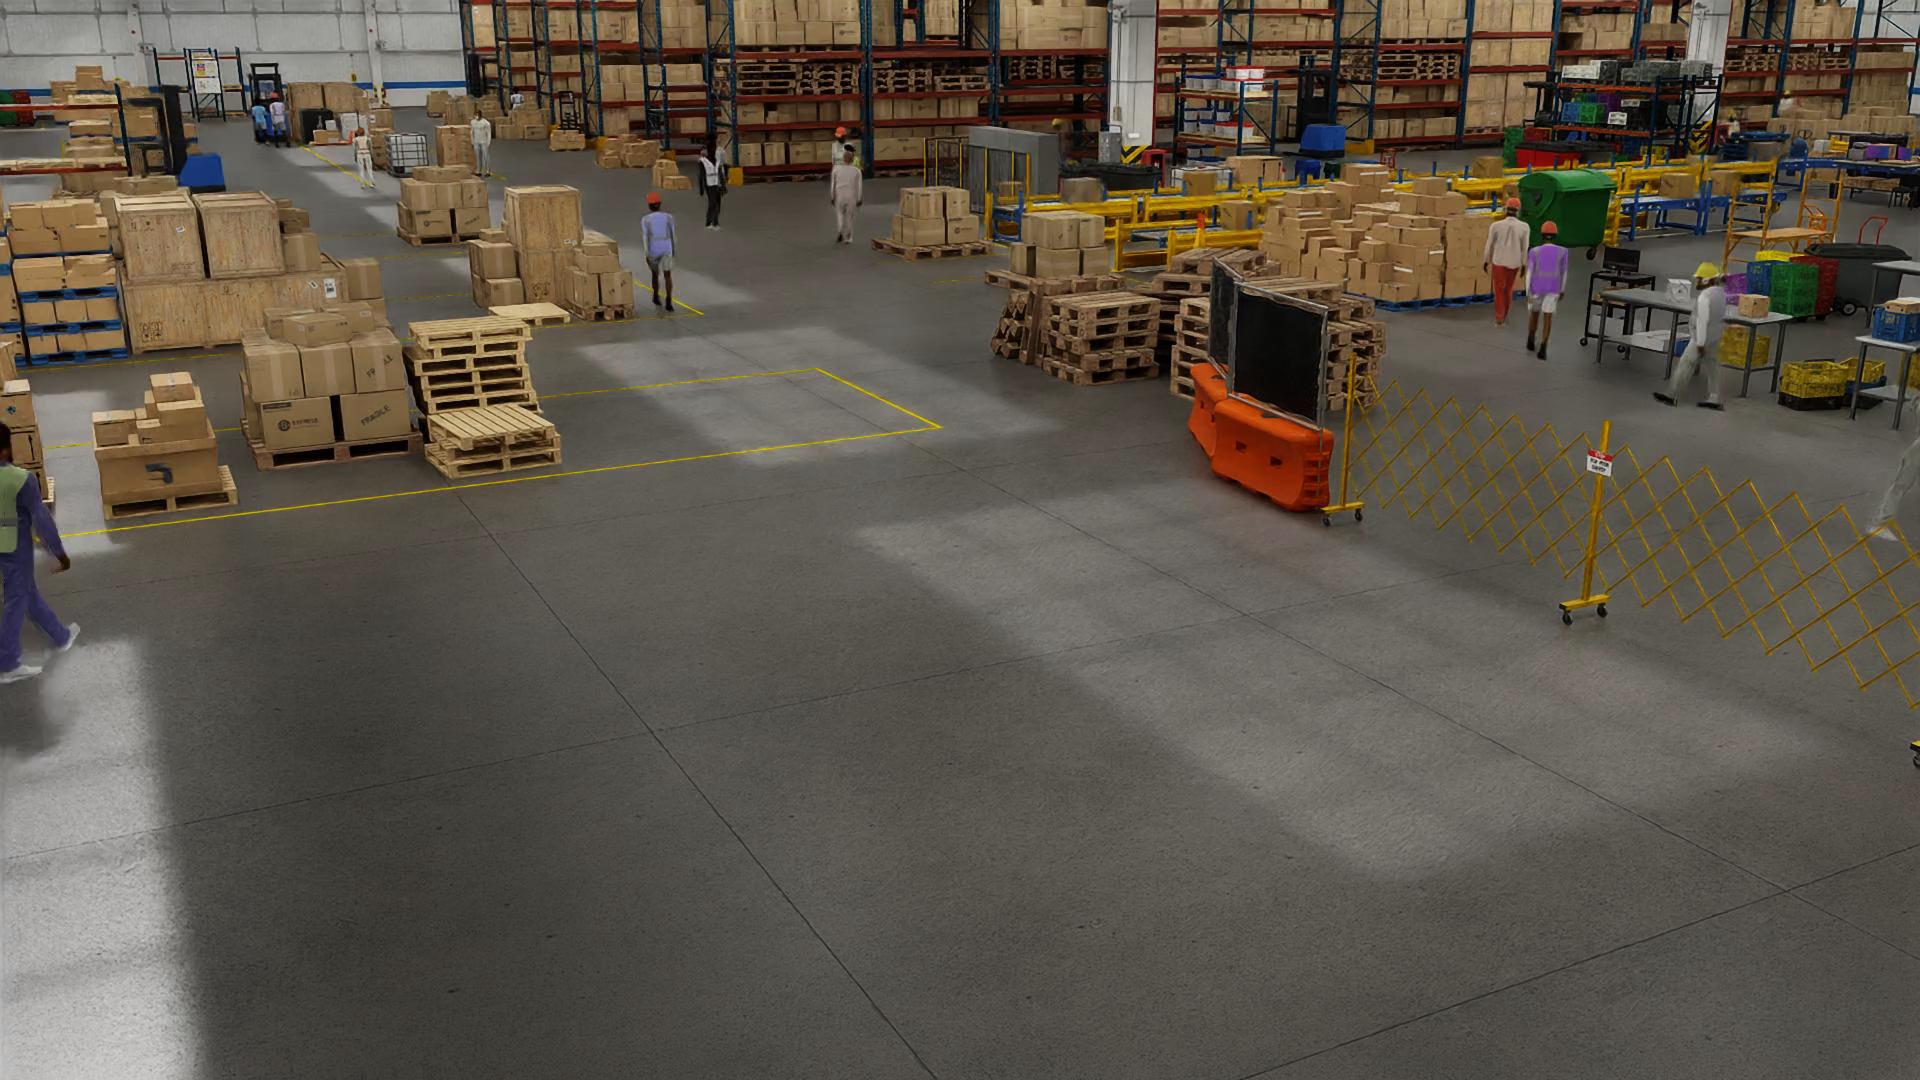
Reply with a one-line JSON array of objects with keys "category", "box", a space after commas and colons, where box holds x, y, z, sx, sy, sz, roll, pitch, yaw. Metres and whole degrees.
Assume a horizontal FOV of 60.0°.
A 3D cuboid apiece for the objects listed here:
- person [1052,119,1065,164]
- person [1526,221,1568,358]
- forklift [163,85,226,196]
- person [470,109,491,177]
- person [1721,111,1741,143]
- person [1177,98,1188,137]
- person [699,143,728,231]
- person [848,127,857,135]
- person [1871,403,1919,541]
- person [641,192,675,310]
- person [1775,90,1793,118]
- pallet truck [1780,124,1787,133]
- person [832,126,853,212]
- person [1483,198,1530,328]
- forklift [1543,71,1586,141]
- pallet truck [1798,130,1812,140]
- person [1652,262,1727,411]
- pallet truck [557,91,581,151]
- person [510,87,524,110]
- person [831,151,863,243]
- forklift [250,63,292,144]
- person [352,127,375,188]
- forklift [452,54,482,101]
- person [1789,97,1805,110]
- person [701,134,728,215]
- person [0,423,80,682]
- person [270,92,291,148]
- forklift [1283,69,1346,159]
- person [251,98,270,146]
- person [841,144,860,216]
[{"category": "person", "box": [2.708, -10.999, 46.963, 0.730, 1.737, 0.540, -3, 18, -9]}, {"category": "person", "box": [8.261, -3.539, 23.484, 0.551, 1.893, 0.983, 6, 19, 17]}, {"category": "forklift", "box": [-20.135, -10.273, 42.861, 1.873, 2.768, 1.129, -9, 20, -26]}, {"category": "person", "box": [-13.872, -11.484, 48.165, 0.627, 1.934, 0.371, 4, 18, 14]}, {"category": "person", "box": [23.051, -11.926, 49.762, 0.608, 1.781, 0.927, -3, 18, -8]}, {"category": "person", "box": [8.274, -15.765, 61.993, 0.499, 1.633, 0.279, -9, 20, -27]}, {"category": "person", "box": [-5.392, -7.784, 36.713, 0.825, 1.888, 0.597, 11, 21, 31]}, {"category": "person", "box": [-3.306, -12.792, 52.168, 0.467, 1.973, 0.637, -4, 18, -13]}, {"category": "person", "box": [8.811, -0.751, 15.080, 0.489, 1.693, 0.913, -9, 20, -27]}, {"category": "person", "box": [-4.905, -4.718, 27.164, 0.551, 1.891, 1.015, -6, 19, -17]}, {"category": "person", "box": [31.121, -16.093, 62.821, 0.418, 1.749, 0.536, -9, 20, -26]}, {"category": "pallet truck", "box": [25.206, -12.542, 52.601, 1.601, 1.201, 0.680, 0, 18, -2]}, {"category": "person", "box": [-2.804, -8.937, 40.070, 0.615, 2.026, 0.573, 12, 21, 33]}, {"category": "person", "box": [8.422, -4.302, 25.723, 0.619, 1.953, 0.880, 2, 18, 7]}, {"category": "forklift", "box": [18.685, -13.231, 52.085, 1.873, 2.768, 1.129, -9, 20, -26]}, {"category": "pallet truck", "box": [25.526, -11.556, 49.408, 1.630, 1.274, 0.653, -9, 20, -26]}, {"category": "person", "box": [9.031, -2.505, 20.404, 0.613, 1.794, 0.874, -15, 23, -39]}, {"category": "pallet truck", "box": [-13.495, -14.412, 57.188, 0.823, 1.965, 1.885, -3, 18, -9]}, {"category": "person", "box": [-17.679, -17.238, 66.484, 0.532, 1.696, 0.319, -9, 20, -26]}, {"category": "person", "box": [-2.344, -7.153, 34.735, 0.665, 1.885, 0.432, 2, 18, 7]}, {"category": "forklift", "box": [-25.004, -15.820, 60.155, 1.129, 2.768, 1.873, -9, 20, -26]}, {"category": "person", "box": [-16.221, -10.401, 45.259, 0.512, 1.641, 0.307, -7, 19, -21]}, {"category": "forklift", "box": [-20.788, -19.371, 71.224, 1.873, 2.768, 1.129, -9, 20, -26]}, {"category": "person", "box": [27.966, -13.888, 55.761, 0.536, 1.868, 0.674, 2, 18, 8]}, {"category": "person", "box": [-5.828, -8.735, 39.647, 0.627, 1.918, 0.913, 2, 18, 8]}, {"category": "person", "box": [-6.949, 0.046, 12.331, 0.683, 1.849, 0.966, 5, 18, 15]}, {"category": "person", "box": [-23.813, -14.679, 58.176, 0.542, 1.915, 0.871, -17, 24, -42]}, {"category": "forklift", "box": [11.615, -13.871, 54.079, 1.129, 2.768, 1.873, -9, 20, -27]}, {"category": "person", "box": [-24.921, -14.903, 59.266, 0.539, 1.657, 0.861, -17, 24, -42]}, {"category": "person", "box": [-2.558, -8.558, 39.459, 0.540, 1.682, 0.626, 12, 21, 33]}]
